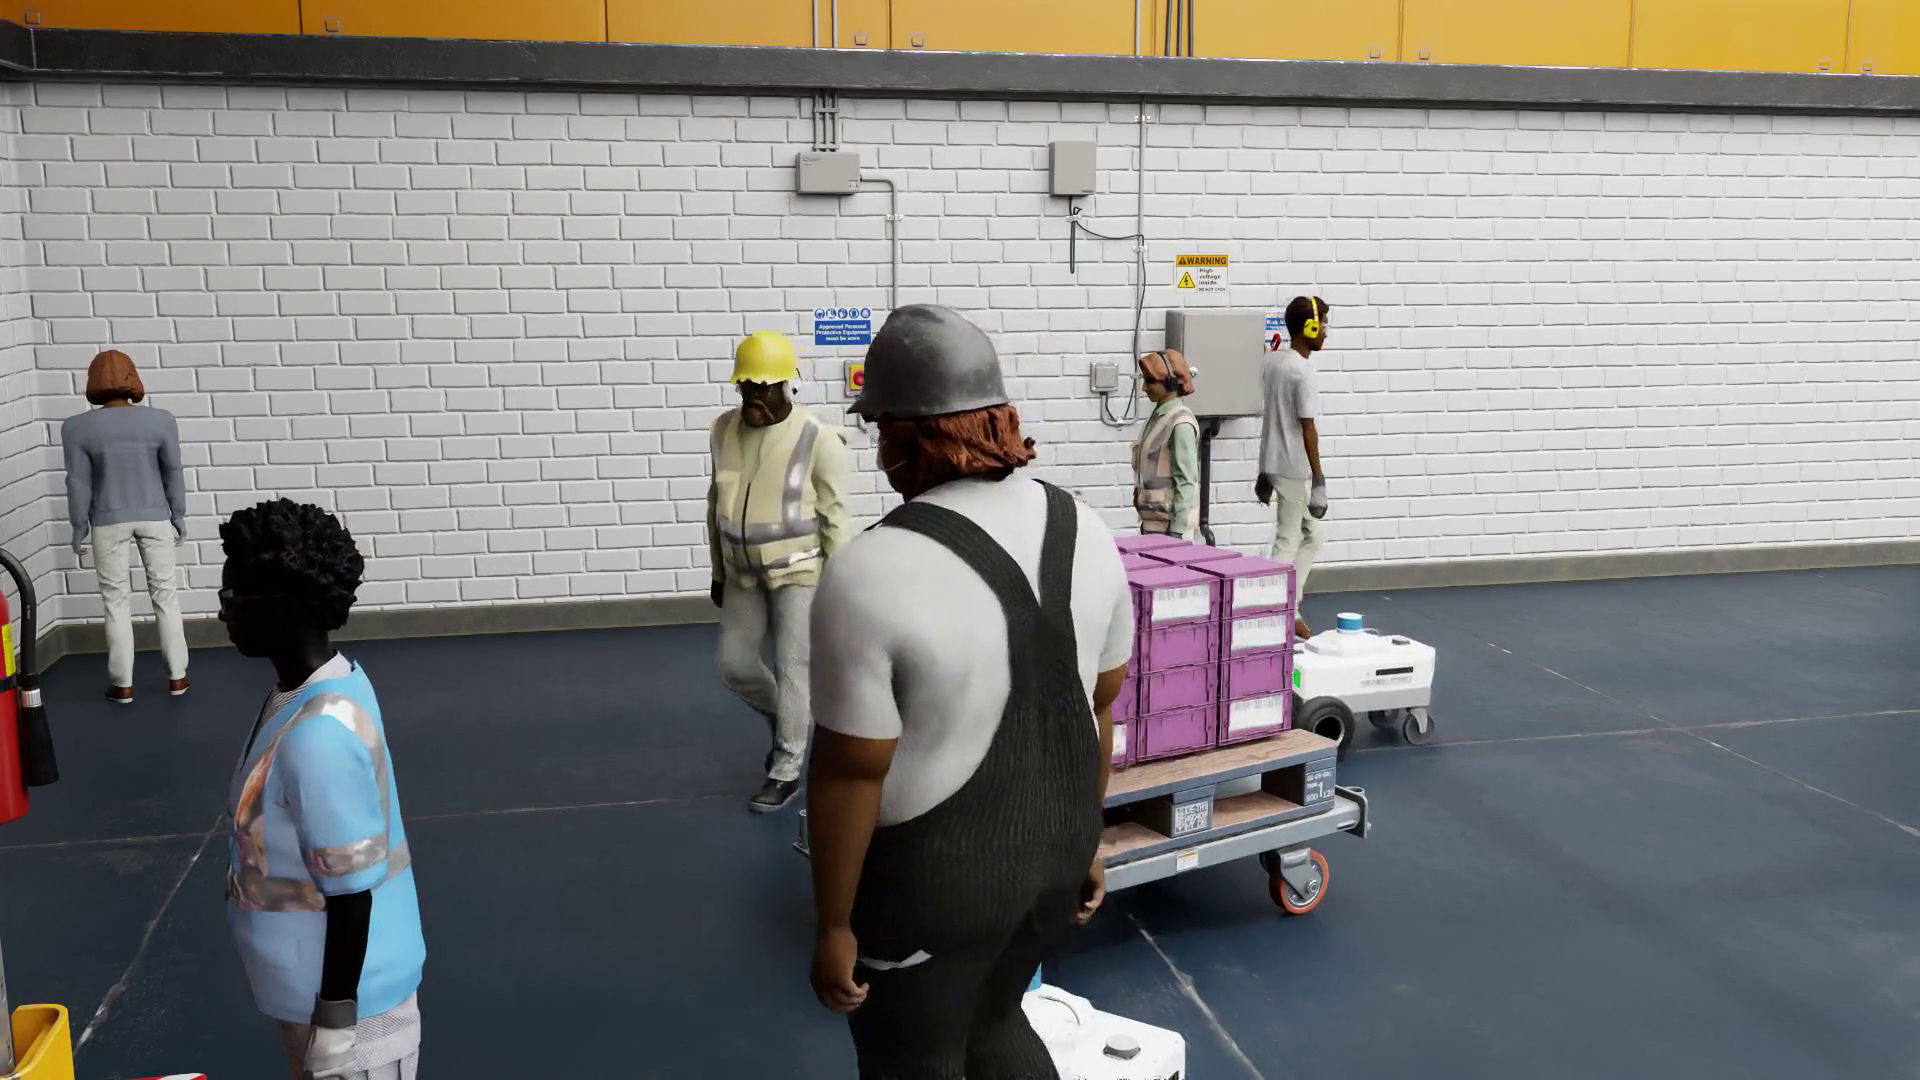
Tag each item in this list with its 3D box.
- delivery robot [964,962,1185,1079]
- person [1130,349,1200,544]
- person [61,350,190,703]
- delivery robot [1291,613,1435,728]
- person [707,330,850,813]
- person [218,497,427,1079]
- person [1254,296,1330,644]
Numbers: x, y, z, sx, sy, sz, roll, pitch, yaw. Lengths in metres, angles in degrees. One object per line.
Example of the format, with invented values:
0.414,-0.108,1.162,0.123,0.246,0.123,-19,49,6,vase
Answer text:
0.130,1.156,3.682,0.707,0.478,0.477,7,12,33,delivery robot
0.949,-0.060,7.678,0.309,1.640,0.513,-2,10,-11,person
-3.846,-0.062,7.703,0.497,1.633,0.279,-7,12,-33,person
1.638,0.553,7.027,0.707,0.478,0.477,-3,11,-18,delivery robot
-0.686,0.114,6.242,0.616,1.808,0.509,5,11,27,person
-1.109,0.767,2.932,0.319,1.695,0.538,-4,11,-22,person
1.763,-0.326,8.573,0.569,1.841,0.574,-1,10,-7,person
